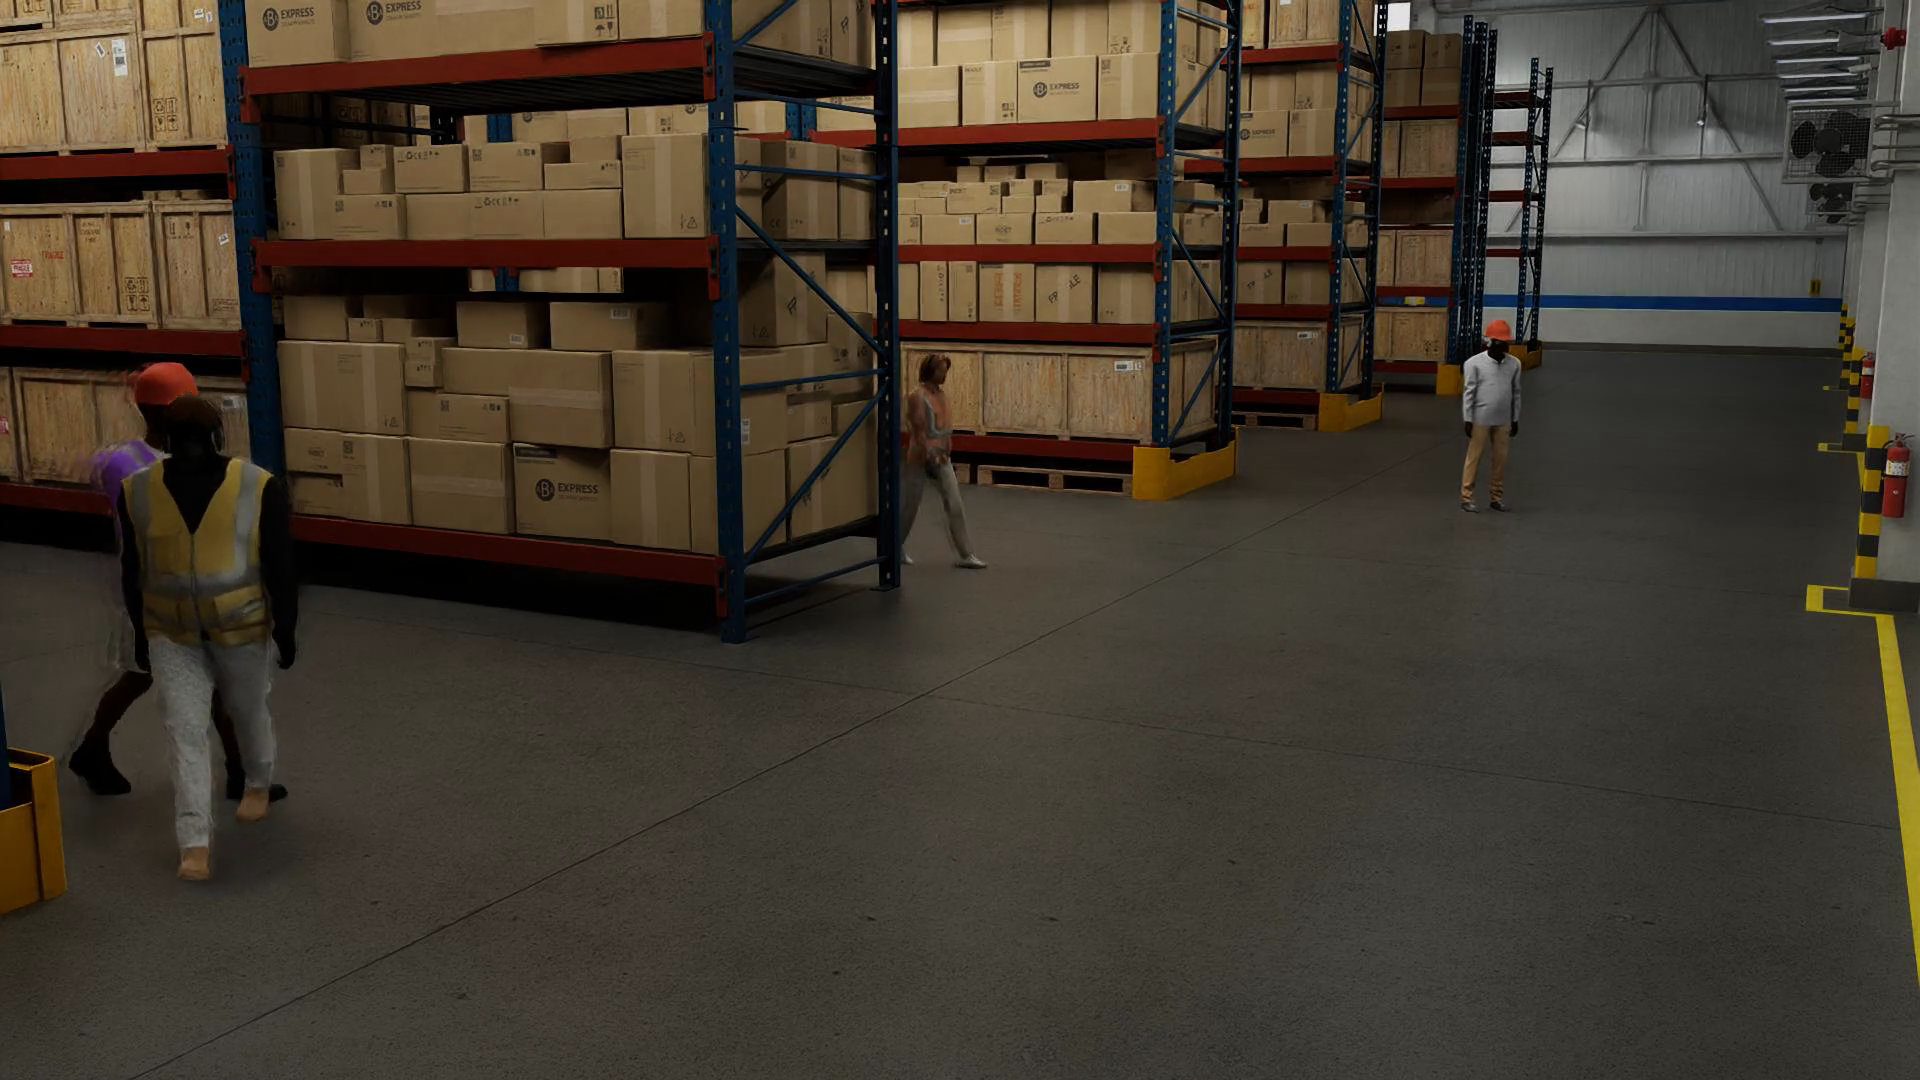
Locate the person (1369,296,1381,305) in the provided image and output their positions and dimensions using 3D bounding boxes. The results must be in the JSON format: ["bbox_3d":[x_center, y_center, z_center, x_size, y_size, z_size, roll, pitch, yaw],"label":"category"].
[{"bbox_3d":[9.274,-5.038,37.298,0.858,1.881,0.638,6,11,31],"label":"person"}]

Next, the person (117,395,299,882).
[{"bbox_3d":[-2.917,0.322,6.512,0.637,1.805,0.938,-3,10,-15],"label":"person"}]

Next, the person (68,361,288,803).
[{"bbox_3d":[-3.397,0.188,7.034,0.976,1.893,0.541,3,10,18],"label":"person"}]

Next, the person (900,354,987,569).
[{"bbox_3d":[-0.216,-0.581,12.339,0.829,1.597,0.521,8,12,38],"label":"person"}]

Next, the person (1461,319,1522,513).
[{"bbox_3d":[4.785,-1.104,14.937,0.566,1.742,0.351,-2,10,-11],"label":"person"}]
